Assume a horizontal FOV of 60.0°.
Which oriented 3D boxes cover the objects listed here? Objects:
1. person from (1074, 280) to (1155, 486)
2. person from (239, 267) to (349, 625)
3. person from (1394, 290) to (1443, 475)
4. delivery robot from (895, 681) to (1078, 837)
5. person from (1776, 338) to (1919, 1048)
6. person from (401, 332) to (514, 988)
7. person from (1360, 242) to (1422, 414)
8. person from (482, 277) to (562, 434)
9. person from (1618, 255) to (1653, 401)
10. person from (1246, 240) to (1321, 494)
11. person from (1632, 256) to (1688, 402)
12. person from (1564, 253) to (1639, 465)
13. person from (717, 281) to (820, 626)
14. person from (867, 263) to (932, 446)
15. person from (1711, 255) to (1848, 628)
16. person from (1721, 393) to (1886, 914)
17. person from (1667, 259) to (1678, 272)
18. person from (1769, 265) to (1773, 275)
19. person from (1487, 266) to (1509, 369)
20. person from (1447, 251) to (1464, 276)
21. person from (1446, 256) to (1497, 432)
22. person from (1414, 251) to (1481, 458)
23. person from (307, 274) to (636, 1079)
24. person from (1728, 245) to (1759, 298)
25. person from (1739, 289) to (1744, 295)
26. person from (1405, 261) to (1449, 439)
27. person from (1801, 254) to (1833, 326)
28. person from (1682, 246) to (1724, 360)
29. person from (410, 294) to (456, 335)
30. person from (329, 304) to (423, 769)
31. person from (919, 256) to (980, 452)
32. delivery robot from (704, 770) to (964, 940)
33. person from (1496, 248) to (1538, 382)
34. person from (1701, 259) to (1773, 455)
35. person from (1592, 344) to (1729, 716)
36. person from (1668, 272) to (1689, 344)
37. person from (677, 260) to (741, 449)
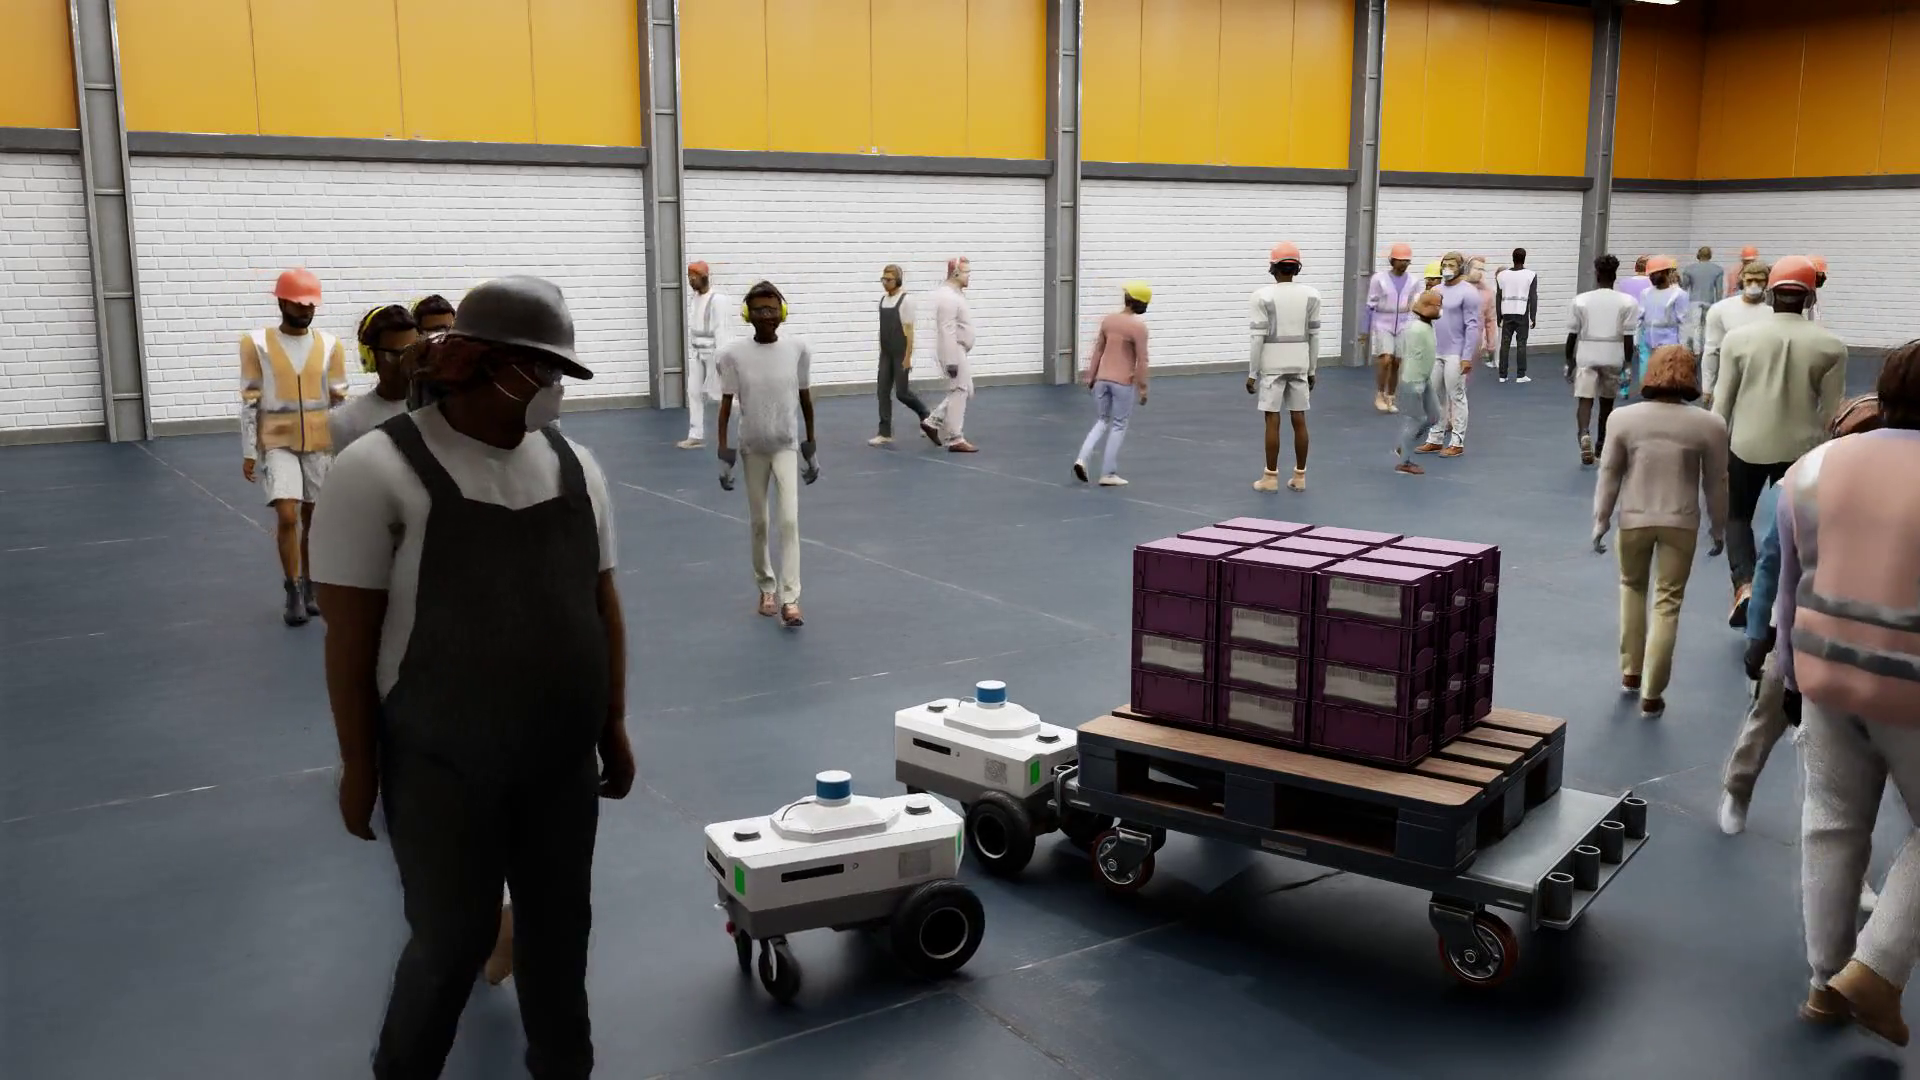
[{"bbox_3d":[1.309,-1.298,13.847,0.587,1.719,0.566,-8,13,-38],"label":"person"},{"bbox_3d":[-3.540,-0.498,8.956,0.563,1.908,0.699,-7,13,-35],"label":"person"},{"bbox_3d":[4.038,-1.368,14.544,0.354,1.620,0.501,7,12,33],"label":"person"},{"bbox_3d":[0.105,0.726,5.708,0.707,0.478,0.477,10,14,43],"label":"delivery robot"},{"bbox_3d":[2.383,0.399,4.267,0.451,1.828,0.649,-7,12,-32],"label":"person"},{"bbox_3d":[-1.334,0.347,4.560,0.591,1.825,0.629,8,13,36],"label":"person"},{"bbox_3d":[5.062,-2.462,19.448,0.694,2.011,0.647,-1,10,-7],"label":"person"},{"bbox_3d":[-2.381,-0.418,8.634,0.940,1.888,0.608,9,14,41],"label":"person"},{"bbox_3d":[8.611,-2.683,21.113,0.571,1.843,0.373,10,14,43],"label":"person"},{"bbox_3d":[2.614,-1.395,13.513,0.606,2.045,0.389,-2,11,-12],"label":"person"},{"bbox_3d":[7.612,-2.144,18.126,1.067,1.867,0.547,-6,12,-30],"label":"person"},{"bbox_3d":[5.832,-1.639,15.176,0.602,1.936,0.879,4,11,23],"label":"person"},{"bbox_3d":[-1.015,-0.443,8.855,0.551,1.830,0.917,-2,10,-9],"label":"person"},{"bbox_3d":[-0.595,-1.856,16.663,0.526,1.821,0.686,10,14,43],"label":"person"},{"bbox_3d":[4.206,-0.467,8.580,0.640,1.981,0.519,4,11,20],"label":"person"},{"bbox_3d":[2.799,0.301,5.432,0.543,1.601,0.850,1,10,4],"label":"person"},{"bbox_3d":[11.040,-3.526,26.041,0.311,1.735,0.483,-3,11,-16],"label":"person"},{"bbox_3d":[8.710,-2.018,17.684,0.939,1.784,0.694,-6,12,-30],"label":"person"},{"bbox_3d":[8.500,-3.492,26.174,0.515,1.621,0.476,-2,10,-8],"label":"person"},{"bbox_3d":[7.475,-3.441,25.214,0.931,1.872,0.654,-5,11,-26],"label":"person"},{"bbox_3d":[5.387,-2.067,17.666,0.669,1.868,0.866,-1,10,-4],"label":"person"},{"bbox_3d":[4.620,-1.752,15.755,0.368,1.940,0.633,-6,12,-28],"label":"person"},{"bbox_3d":[-1.013,0.402,3.670,0.538,2.000,0.713,10,14,43],"label":"person"},{"bbox_3d":[12.065,-3.539,25.531,0.660,1.945,0.736,-4,11,-19],"label":"person"},{"bbox_3d":[11.250,-3.045,23.647,0.898,1.650,0.530,-8,13,-36],"label":"person"},{"bbox_3d":[4.858,-1.950,17.131,0.600,1.831,0.404,8,13,39],"label":"person"},{"bbox_3d":[7.896,-1.740,15.744,0.724,1.923,0.555,7,13,35],"label":"person"},{"bbox_3d":[12.608,-4.039,28.377,0.648,1.898,0.905,2,11,11],"label":"person"},{"bbox_3d":[-2.421,-0.209,7.641,0.525,1.827,0.924,-8,13,-38],"label":"person"},{"bbox_3d":[-1.978,0.089,5.909,0.609,1.852,0.546,6,12,31],"label":"person"},{"bbox_3d":[-0.082,-1.783,16.055,0.488,1.888,0.667,0,10,3],"label":"person"},{"bbox_3d":[-0.359,0.902,4.744,0.707,0.478,0.477,-5,11,-24],"label":"delivery robot"},{"bbox_3d":[7.972,-3.221,23.858,0.590,1.922,0.392,7,13,35],"label":"person"},{"bbox_3d":[5.951,-1.163,12.603,0.631,1.921,0.650,5,11,24],"label":"person"},{"bbox_3d":[3.100,-0.056,7.356,0.533,1.610,0.625,6,12,29],"label":"person"},{"bbox_3d":[9.289,-2.703,21.850,0.512,1.624,0.388,0,10,2],"label":"person"},{"bbox_3d":[-2.427,-1.835,16.444,0.779,1.858,0.595,-9,14,-40],"label":"person"}]
